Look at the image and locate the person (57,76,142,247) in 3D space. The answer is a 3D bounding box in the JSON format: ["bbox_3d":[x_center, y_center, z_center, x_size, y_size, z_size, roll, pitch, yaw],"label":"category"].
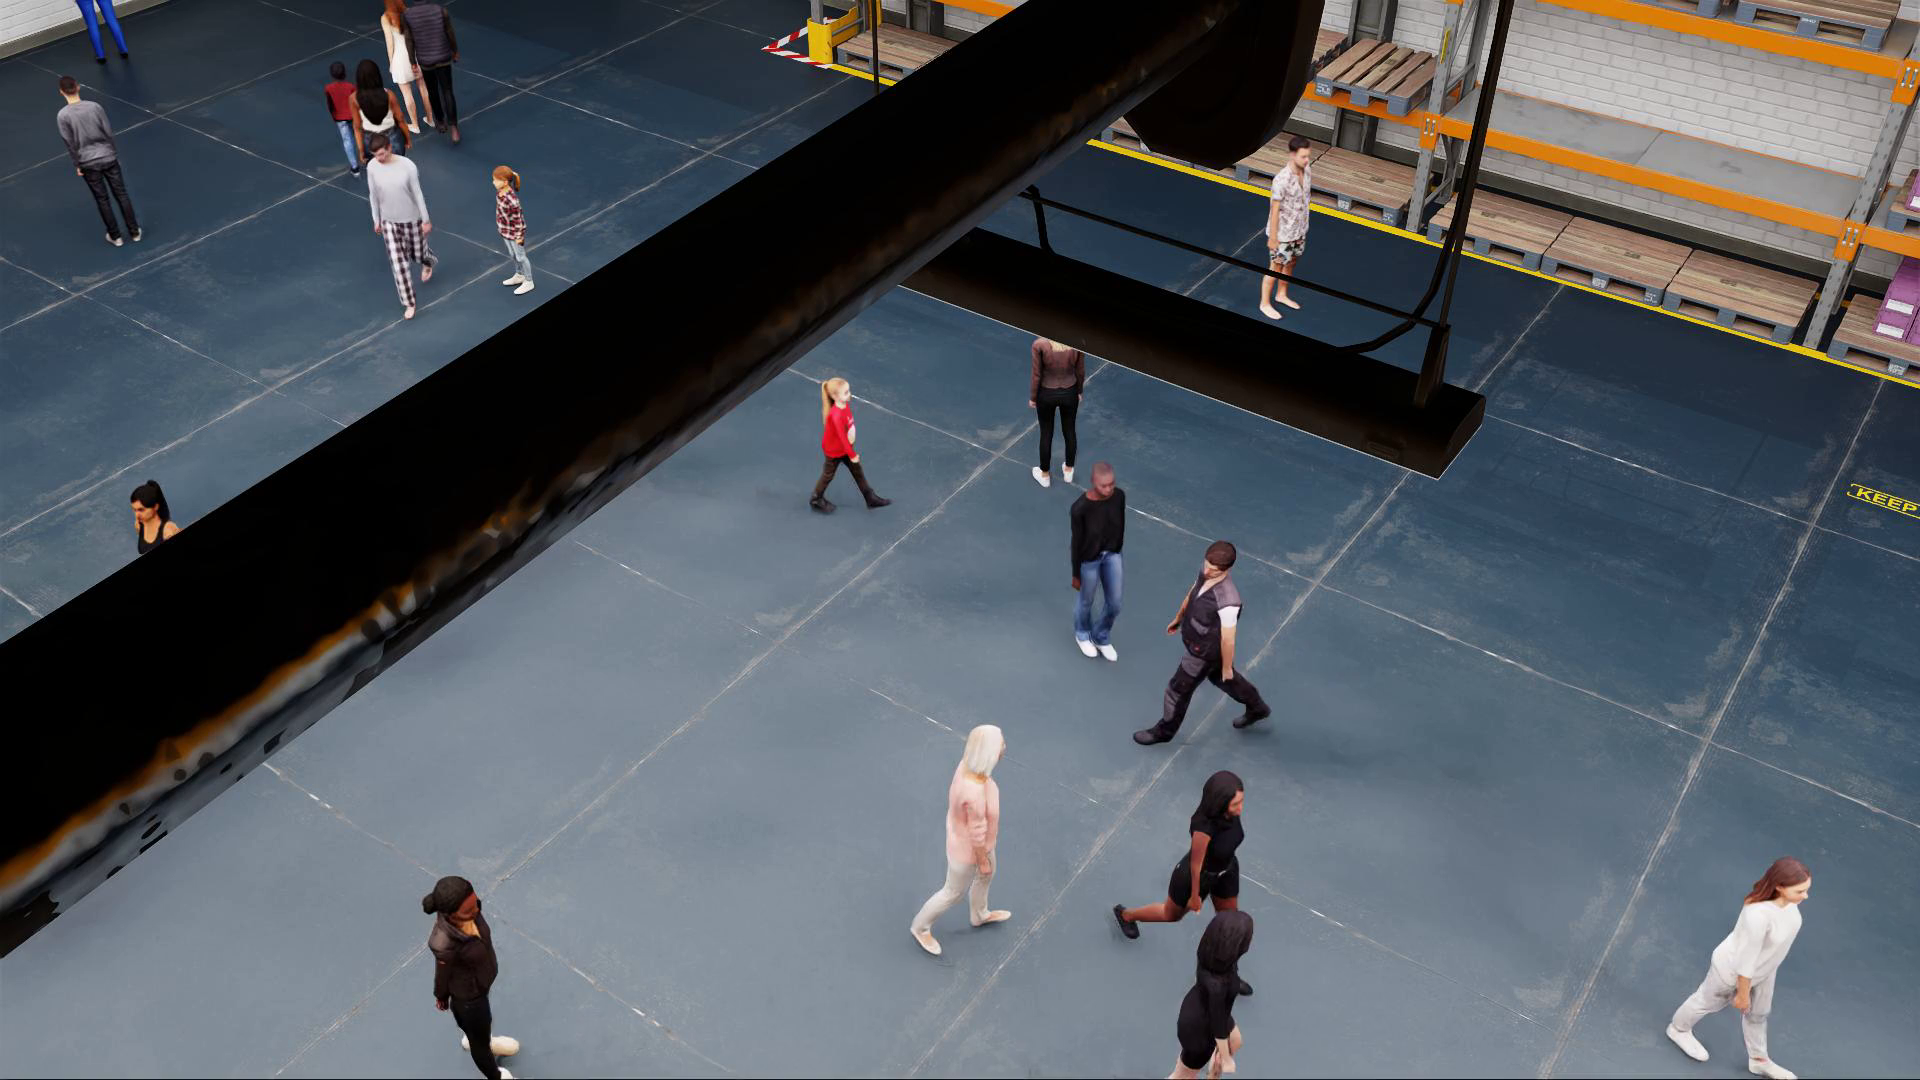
[{"bbox_3d":[-8.723,-3.831,16.821,0.685,1.758,0.661,-23,44,-26],"label":"person"}]

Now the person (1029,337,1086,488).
[{"bbox_3d":[0.794,-1.183,13.549,0.669,1.704,0.716,-8,39,-10],"label":"person"}]

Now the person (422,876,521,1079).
[{"bbox_3d":[-2.553,2.421,9.074,0.857,1.657,0.751,11,40,14],"label":"person"}]

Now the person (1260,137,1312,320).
[{"bbox_3d":[3.083,-2.979,15.711,0.709,1.811,0.629,-31,48,-33],"label":"person"}]

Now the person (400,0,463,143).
[{"bbox_3d":[-5.902,-5.375,18.702,1.011,1.824,1.091,-10,40,-12],"label":"person"}]

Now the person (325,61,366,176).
[{"bbox_3d":[-6.708,-4.593,18.201,0.793,1.226,0.929,-13,40,-16],"label":"person"}]

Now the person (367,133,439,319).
[{"bbox_3d":[-5.300,-3.095,15.871,1.175,1.794,1.199,-3,39,-4],"label":"person"}]

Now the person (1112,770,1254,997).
[{"bbox_3d":[1.345,1.926,9.653,1.172,1.708,0.644,28,46,30],"label":"person"}]

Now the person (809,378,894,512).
[{"bbox_3d":[-1.025,-0.728,13.345,0.969,1.247,0.710,8,39,10],"label":"person"}]

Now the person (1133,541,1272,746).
[{"bbox_3d":[1.755,0.694,11.115,1.294,1.809,1.162,-1,39,-1],"label":"person"}]

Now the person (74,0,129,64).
[{"bbox_3d":[-10.723,-6.759,20.535,0.691,1.699,0.645,-26,45,-29],"label":"person"}]

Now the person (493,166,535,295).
[{"bbox_3d":[-4.350,-3.040,16.193,0.653,1.305,0.549,-24,45,-27],"label":"person"}]

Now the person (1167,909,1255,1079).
[{"bbox_3d":[1.199,2.562,8.794,0.785,1.786,0.738,9,39,11],"label":"person"}]

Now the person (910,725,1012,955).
[{"bbox_3d":[-0.003,1.783,9.842,0.981,1.695,0.882,2,39,2],"label":"person"}]

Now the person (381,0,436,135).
[{"bbox_3d":[-6.312,-5.486,18.936,0.563,1.705,0.581,30,47,32],"label":"person"}]

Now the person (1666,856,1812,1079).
[{"bbox_3d":[4.282,2.304,9.211,0.772,1.668,0.987,-28,47,-31],"label":"person"}]

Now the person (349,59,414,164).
[{"bbox_3d":[-5.888,-3.964,16.976,1.103,1.773,1.160,-6,39,-8],"label":"person"}]

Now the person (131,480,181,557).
[{"bbox_3d":[-5.470,0.254,11.813,1.098,1.625,0.860,12,40,15],"label":"person"}]

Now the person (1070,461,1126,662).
[{"bbox_3d":[0.937,0.095,11.923,0.740,1.735,0.787,-16,41,-19],"label":"person"}]
